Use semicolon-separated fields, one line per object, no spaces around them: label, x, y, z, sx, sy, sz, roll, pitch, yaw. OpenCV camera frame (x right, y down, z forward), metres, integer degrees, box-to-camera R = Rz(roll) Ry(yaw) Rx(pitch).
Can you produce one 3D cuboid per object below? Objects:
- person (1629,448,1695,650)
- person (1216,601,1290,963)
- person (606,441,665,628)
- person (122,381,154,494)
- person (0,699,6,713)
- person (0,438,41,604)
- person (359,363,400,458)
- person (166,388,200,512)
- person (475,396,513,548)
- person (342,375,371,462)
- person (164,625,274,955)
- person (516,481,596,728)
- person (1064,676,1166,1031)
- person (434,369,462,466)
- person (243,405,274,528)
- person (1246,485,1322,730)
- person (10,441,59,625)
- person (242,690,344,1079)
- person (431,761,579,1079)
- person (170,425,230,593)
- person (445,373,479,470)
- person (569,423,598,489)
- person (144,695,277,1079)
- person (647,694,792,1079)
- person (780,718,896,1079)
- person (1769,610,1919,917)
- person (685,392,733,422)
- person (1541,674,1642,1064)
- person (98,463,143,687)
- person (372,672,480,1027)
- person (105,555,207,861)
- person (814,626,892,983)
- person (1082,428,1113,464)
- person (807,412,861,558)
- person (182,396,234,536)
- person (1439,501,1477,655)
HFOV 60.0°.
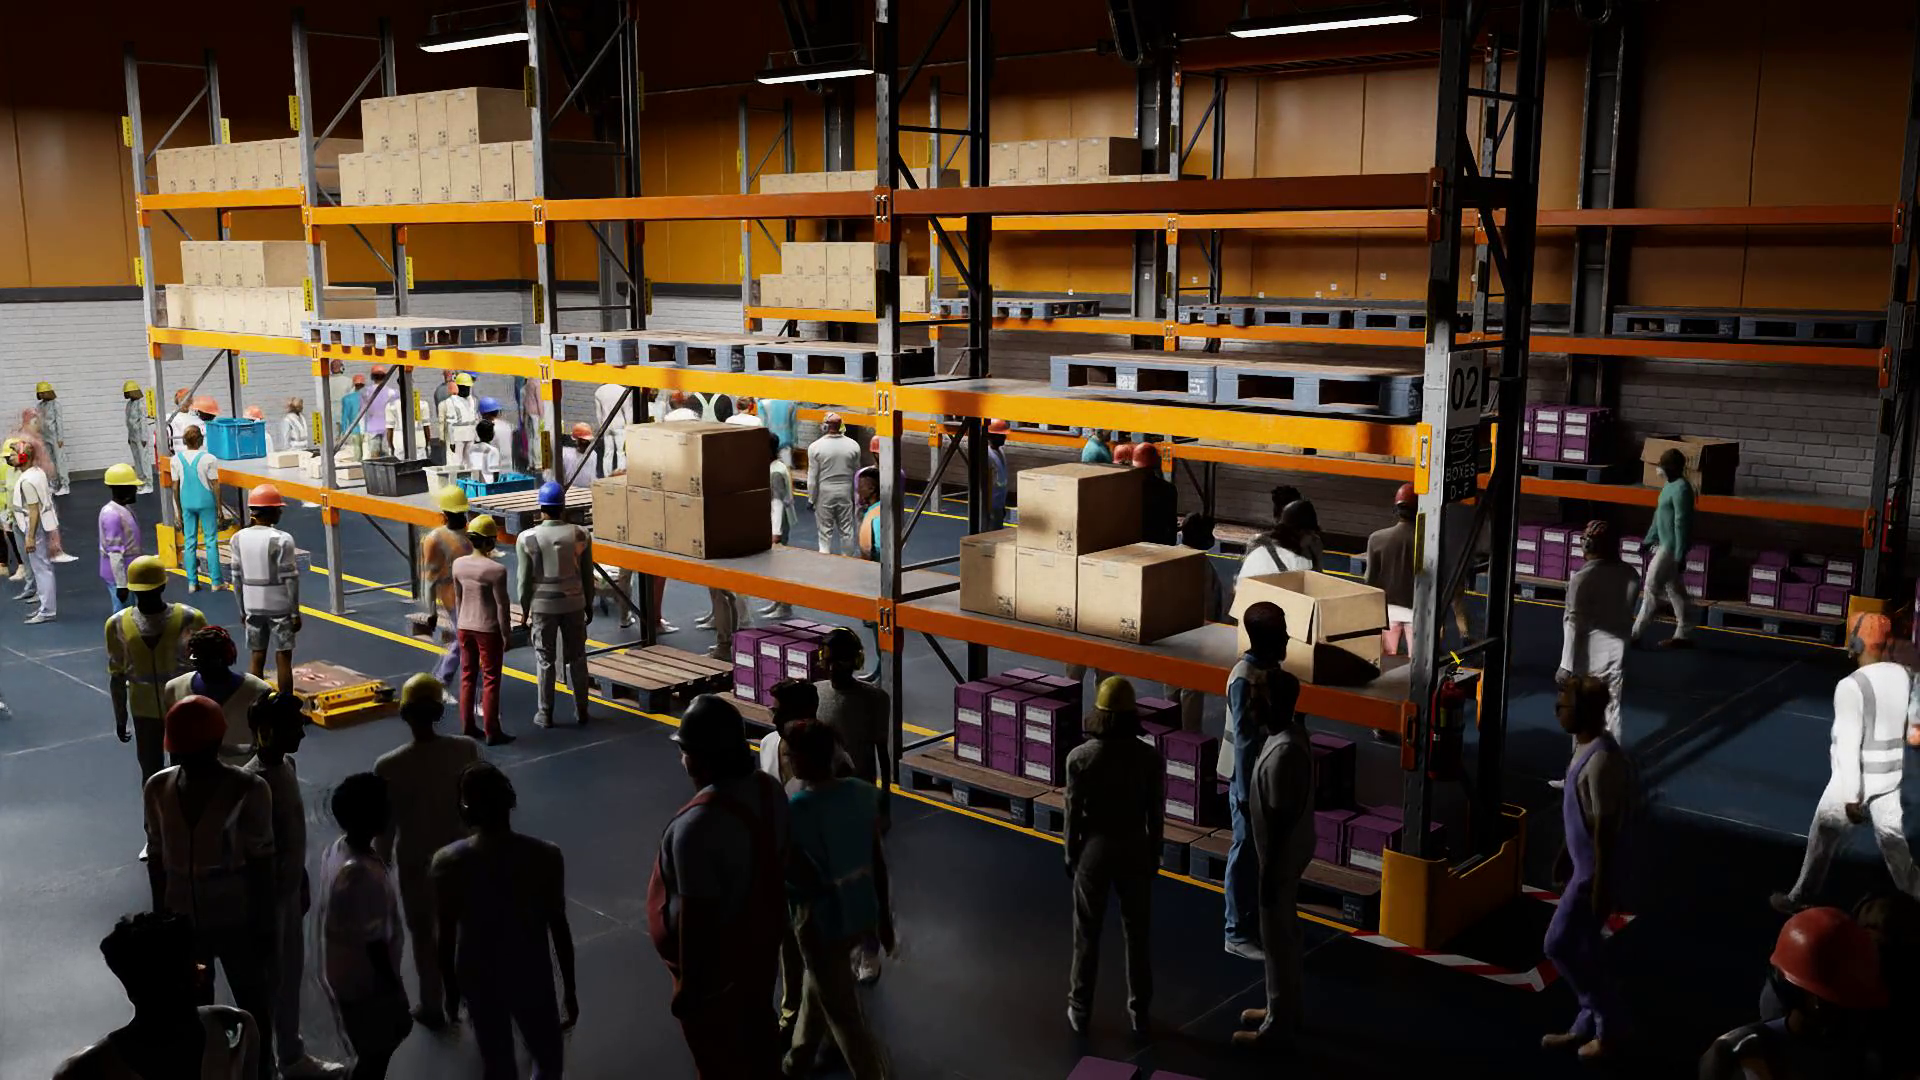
person;6.543;0.088;15.571;0.806;1.902;0.649;4;11;19
person;1.578;1.264;8.881;0.392;1.922;0.592;4;11;23
person;-3.204;-0.079;16.454;0.594;1.925;0.369;3;10;14
person;-12.606;-1.572;25.453;0.483;1.737;0.321;8;13;37
person;-8.089;0.502;13.351;1.007;1.874;0.588;3;10;15
person;-9.946;-0.205;17.658;0.524;1.761;0.339;6;12;31
person;-8.797;-1.693;25.309;0.628;2.025;0.458;-2;10;-13
person;-10.373;-1.090;22.304;0.356;1.881;0.575;4;11;21
person;-5.739;-0.840;20.765;0.674;1.918;0.628;3;11;18
person;-9.653;-1.807;26.868;0.587;1.698;0.913;-2;10;-13
person;-3.870;1.330;8.790;0.562;1.828;0.417;0;10;1
person;-3.168;0.509;13.074;0.605;1.948;0.390;-5;11;-26
person;0.742;1.509;8.033;0.489;1.735;0.330;0;10;-2
person;-7.896;-1.756;25.987;0.642;1.912;0.409;7;12;36
person;-8.984;-0.846;21.277;0.563;1.755;0.320;3;10;15
person;2.470;0.553;12.776;0.613;1.963;0.361;-1;10;-7
person;-9.267;-0.079;16.685;0.395;1.847;0.564;-4;11;-21
person;-2.993;1.571;7.331;0.333;1.860;0.510;0;10;1
person;-1.761;1.739;6.487;0.531;1.819;0.401;-1;10;-6
person;-8.306;-0.338;18.157;0.507;1.846;0.346;-1;10;-5
person;-7.340;-1.519;24.642;0.409;1.918;0.585;5;11;28
person;-4.359;-0.487;19.260;0.346;1.746;0.573;6;11;29
person;-3.172;1.586;7.054;0.544;1.929;0.387;0;10;3
person;-0.986;1.601;6.637;0.536;2.000;0.673;4;11;23
person;-0.556;1.648;7.099;0.952;1.790;0.574;8;13;37
person;4.925;1.294;8.975;0.575;1.842;0.985;-4;11;-21
person;-3.596;-1.457;23.927;0.683;2.000;0.537;-1;10;-7
person;2.899;1.526;7.690;0.391;1.823;0.534;3;11;18
person;-7.184;0.298;14.327;0.388;1.927;0.589;-4;11;-20
person;-2.564;1.503;8.021;0.539;1.742;0.382;-9;13;-41
person;-4.909;1.031;10.229;0.581;1.919;0.404;-2;10;-14
person;-0.593;1.350;8.577;0.510;1.862;0.327;3;11;17
person;1.559;-0.435;18.528;0.408;1.909;0.638;1;10;8
person;-1.444;-0.497;18.874;0.652;1.909;0.409;-5;11;-27
person;-9.609;-0.911;21.321;0.898;1.869;0.600;-9;13;-41
person;4.474;0.229;15.235;0.577;1.736;0.574;-2;10;-9
